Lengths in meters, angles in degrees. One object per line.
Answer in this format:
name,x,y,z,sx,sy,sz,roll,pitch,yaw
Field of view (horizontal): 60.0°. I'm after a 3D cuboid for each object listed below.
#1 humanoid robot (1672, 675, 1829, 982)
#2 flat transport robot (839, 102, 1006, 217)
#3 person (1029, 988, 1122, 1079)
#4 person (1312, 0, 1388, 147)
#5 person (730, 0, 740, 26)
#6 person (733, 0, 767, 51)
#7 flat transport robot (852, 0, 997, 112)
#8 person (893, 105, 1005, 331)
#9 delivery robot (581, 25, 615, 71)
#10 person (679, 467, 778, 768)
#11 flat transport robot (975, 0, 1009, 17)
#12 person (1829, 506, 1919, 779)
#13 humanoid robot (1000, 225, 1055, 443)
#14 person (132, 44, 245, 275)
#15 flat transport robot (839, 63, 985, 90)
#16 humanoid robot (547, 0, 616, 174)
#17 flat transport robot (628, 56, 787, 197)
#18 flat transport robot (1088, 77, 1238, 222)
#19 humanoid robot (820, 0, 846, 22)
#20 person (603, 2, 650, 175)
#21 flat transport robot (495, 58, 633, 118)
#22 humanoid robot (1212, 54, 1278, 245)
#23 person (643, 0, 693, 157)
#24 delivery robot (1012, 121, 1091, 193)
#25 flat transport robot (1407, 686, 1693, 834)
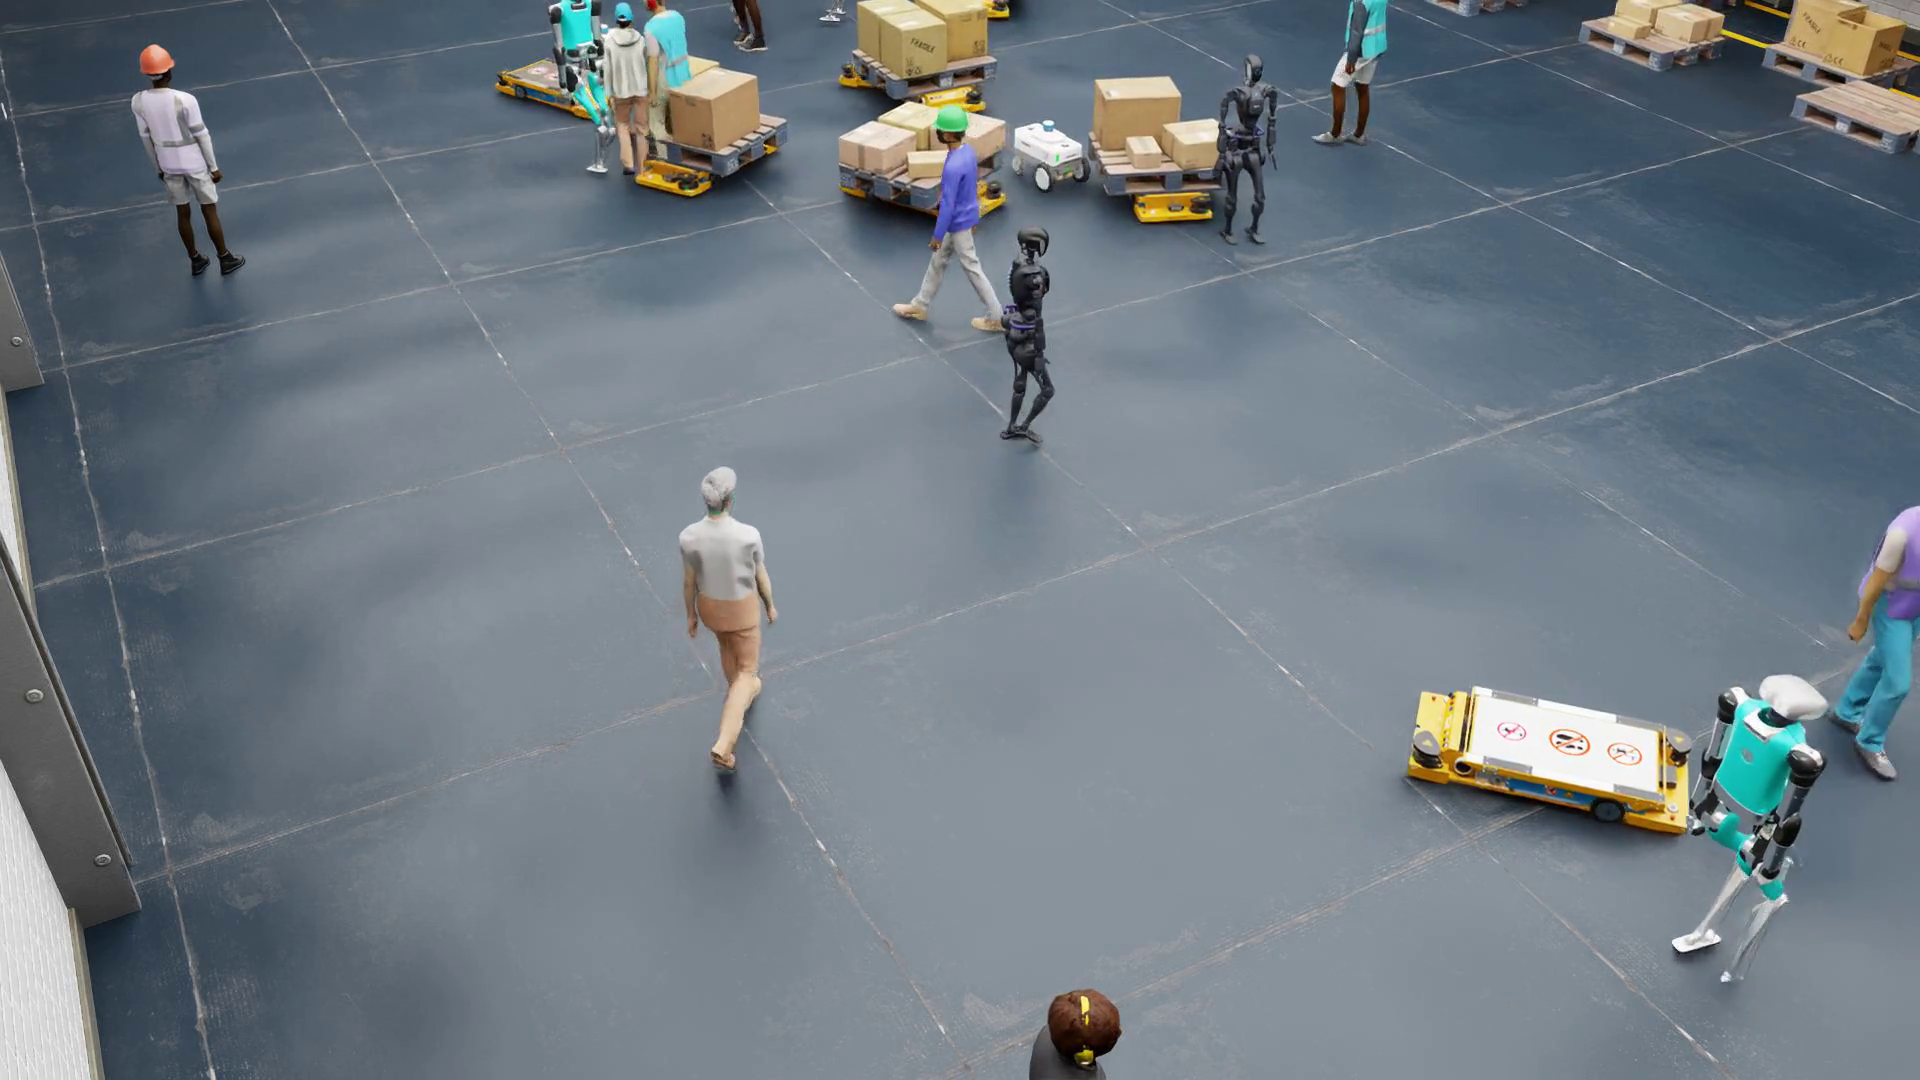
humanoid robot,3.666,1.295,7.571,0.674,1.783,0.536,-14,37,-18
flat transport robot,-0.355,-3.249,15.354,1.431,0.231,0.659,21,40,27
person,0.400,2.299,6.035,0.355,1.875,0.492,-5,35,-7
person,3.816,-4.750,16.064,0.620,1.929,0.579,26,43,32
person,-2.710,-6.841,19.256,0.547,1.663,0.659,-18,39,-24
person,-2.413,-6.460,18.489,0.413,1.935,0.621,-17,39,-23
flat transport robot,-0.366,-4.786,17.549,0.659,0.231,1.431,-17,39,-23
person,-0.043,-2.472,12.892,0.962,1.824,0.484,7,36,10
delivery robot,-3.821,-5.234,17.950,0.499,0.606,0.796,-2,35,-3
person,-1.250,0.398,8.895,0.462,1.710,0.805,8,36,11
flat transport robot,0.227,-6.653,20.214,0.659,0.231,1.431,-1,35,-2
person,5.060,0.434,8.741,0.585,1.823,0.673,-17,38,-23
humanoid robot,0.463,-1.418,11.518,0.344,1.648,0.609,-8,36,-12
person,-6.383,-3.108,13.697,0.544,1.942,0.351,1,35,1
flat transport robot,-0.510,-4.953,17.788,1.431,0.231,0.659,15,38,21
humanoid robot,-3.396,-4.257,15.516,0.556,1.787,0.711,-28,43,-34
flat transport robot,-2.409,-3.671,15.957,0.659,0.231,1.431,18,39,24
flat transport robot,1.859,-3.332,15.473,0.659,0.231,1.431,-4,35,-6
humanoid robot,-1.451,-6.854,19.139,0.749,1.693,0.530,11,36,15
person,-3.035,-4.147,15.419,0.507,1.664,0.424,-5,35,-7
flat transport robot,-4.176,-4.766,17.521,1.431,0.231,0.659,23,41,29
humanoid robot,2.436,-3.332,14.237,0.583,1.649,0.340,-12,37,-17
person,-2.680,-4.215,15.384,0.414,1.825,0.615,14,37,19
delivery robot,0.835,-3.647,15.662,0.499,0.581,0.767,-22,41,-28
flat transport robot,3.208,1.168,9.048,1.431,0.231,0.659,11,37,15
